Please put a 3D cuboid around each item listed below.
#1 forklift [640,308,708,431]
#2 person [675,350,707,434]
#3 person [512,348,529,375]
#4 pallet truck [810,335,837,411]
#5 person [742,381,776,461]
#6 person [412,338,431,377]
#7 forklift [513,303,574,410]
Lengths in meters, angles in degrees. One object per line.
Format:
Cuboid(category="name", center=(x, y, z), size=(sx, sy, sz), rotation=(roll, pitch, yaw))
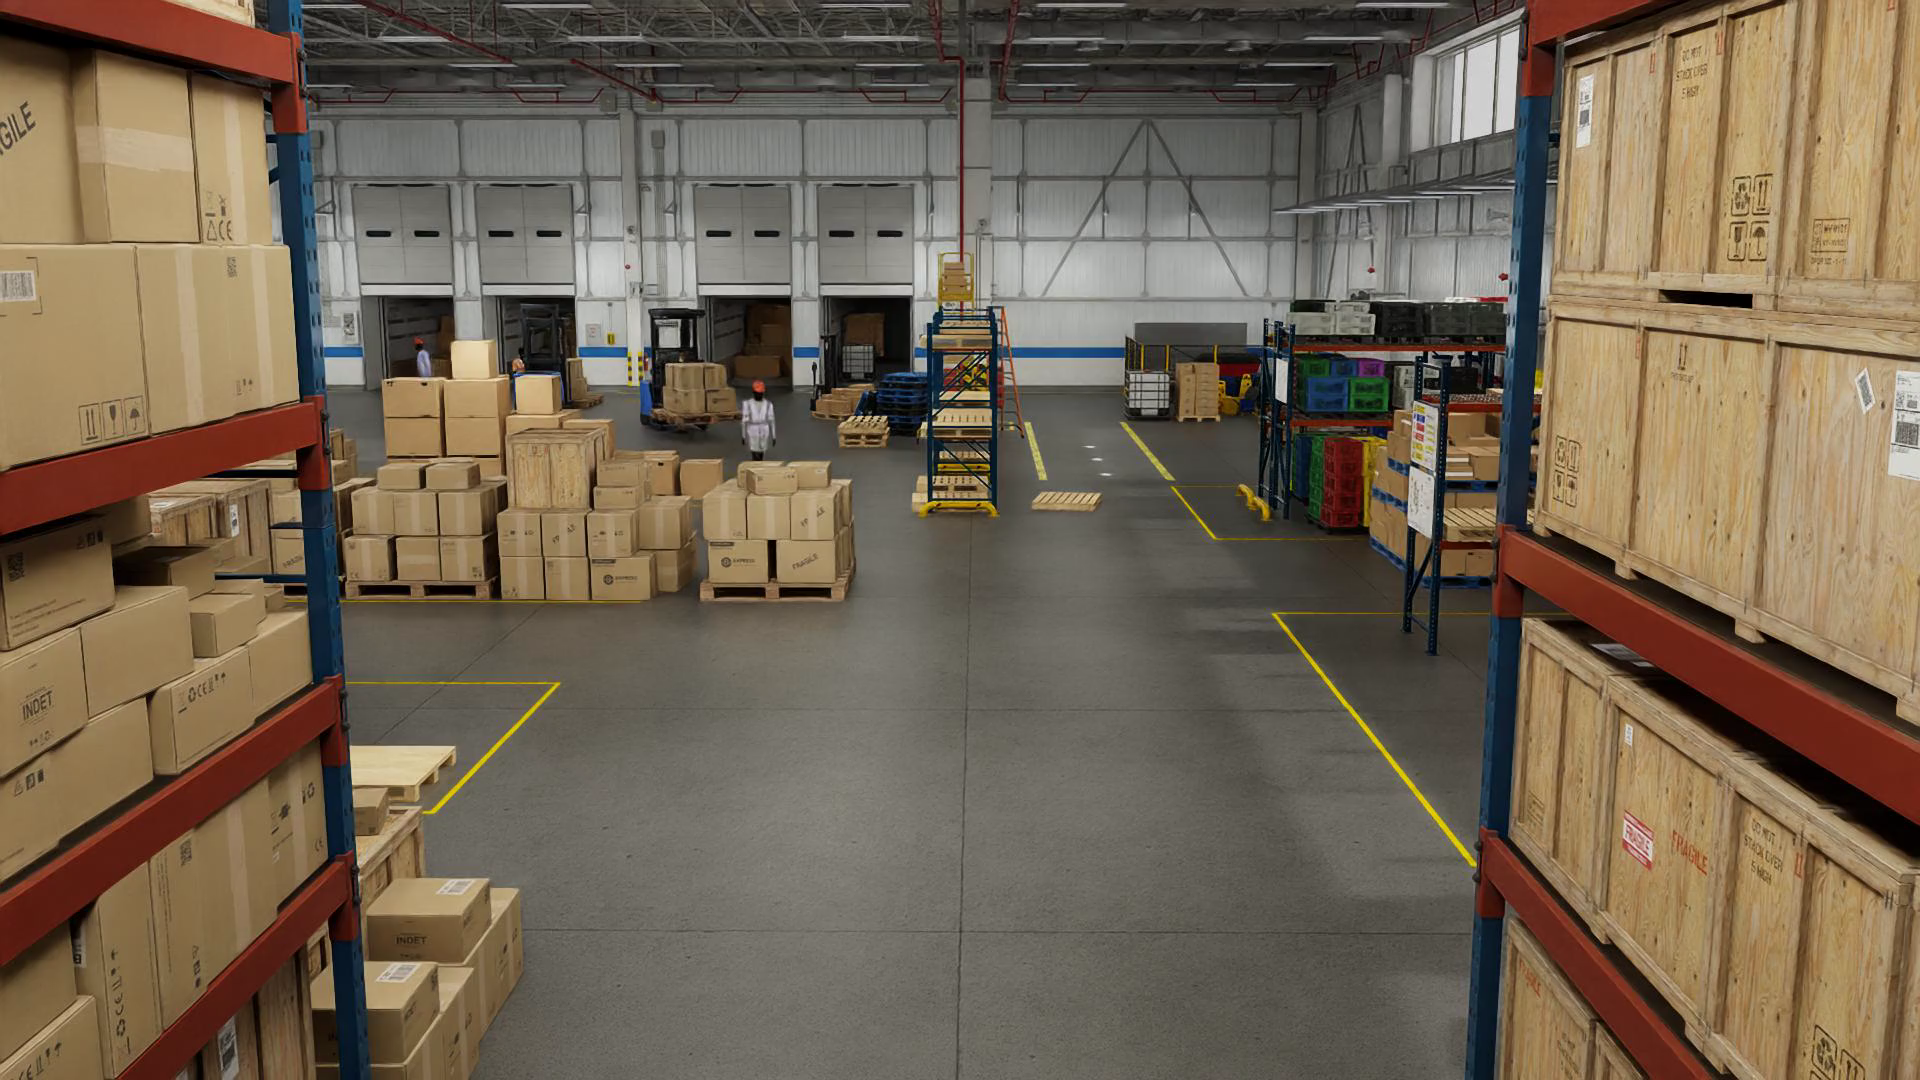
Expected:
Cuboid(category="forklift", center=(-6.777, -4.030, 38.951), size=(1.129, 2.768, 1.873), rotation=(-5, 11, -27))
Cuboid(category="person", center=(-6.128, -3.368, 37.931), size=(0.752, 1.920, 0.651), rotation=(-4, 10, -20))
Cuboid(category="person", center=(-11.258, -4.108, 42.821), size=(0.532, 1.695, 0.319), rotation=(-8, 13, -40))
Cuboid(category="pallet truck", center=(-3.021, -4.312, 43.126), size=(1.885, 1.965, 0.823), rotation=(3, 10, 17))
Cuboid(category="person", center=(-3.516, -1.840, 29.191), size=(0.561, 1.876, 1.006), rotation=(-3, 10, -19))
Cuboid(category="person", center=(-14.029, -4.287, 43.234), size=(0.745, 1.904, 0.541), rotation=(1, 10, 5))
Cuboid(category="forklift", center=(-10.722, -4.664, 42.608), size=(1.129, 2.768, 1.873), rotation=(0, 10, 1))
